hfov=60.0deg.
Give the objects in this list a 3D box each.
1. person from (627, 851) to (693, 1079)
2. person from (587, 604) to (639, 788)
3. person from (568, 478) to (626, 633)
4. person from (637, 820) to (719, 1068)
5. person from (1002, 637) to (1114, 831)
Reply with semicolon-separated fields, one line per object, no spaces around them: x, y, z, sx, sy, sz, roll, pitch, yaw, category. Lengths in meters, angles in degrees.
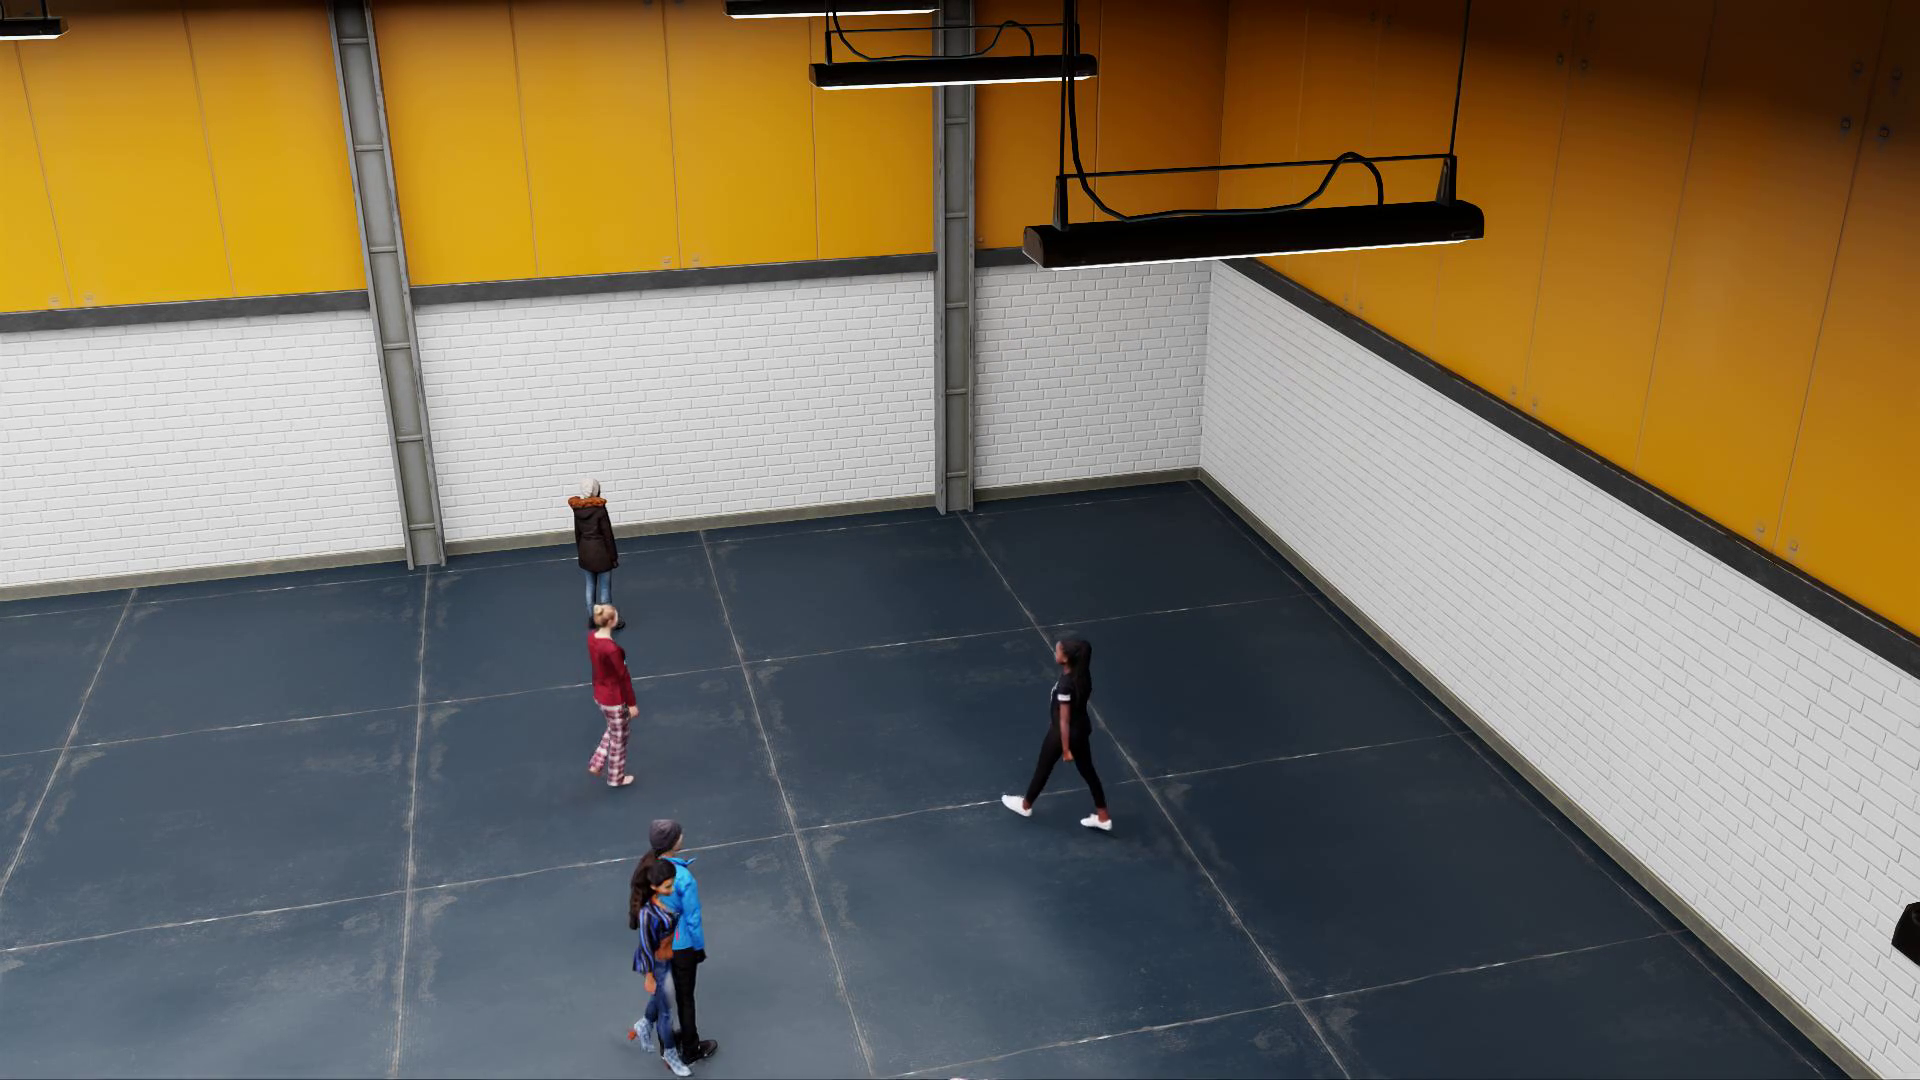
-1.953;2.693;10.678;0.911;1.623;0.837;9;25;19;person
-2.946;1.317;13.740;0.780;1.692;0.745;-17;29;-34;person
-3.611;0.137;16.510;0.742;1.634;0.810;11;26;24;person
-1.852;2.587;10.696;0.683;1.802;0.735;14;27;29;person
0.939;1.567;13.180;1.187;1.682;1.127;12;27;26;person
